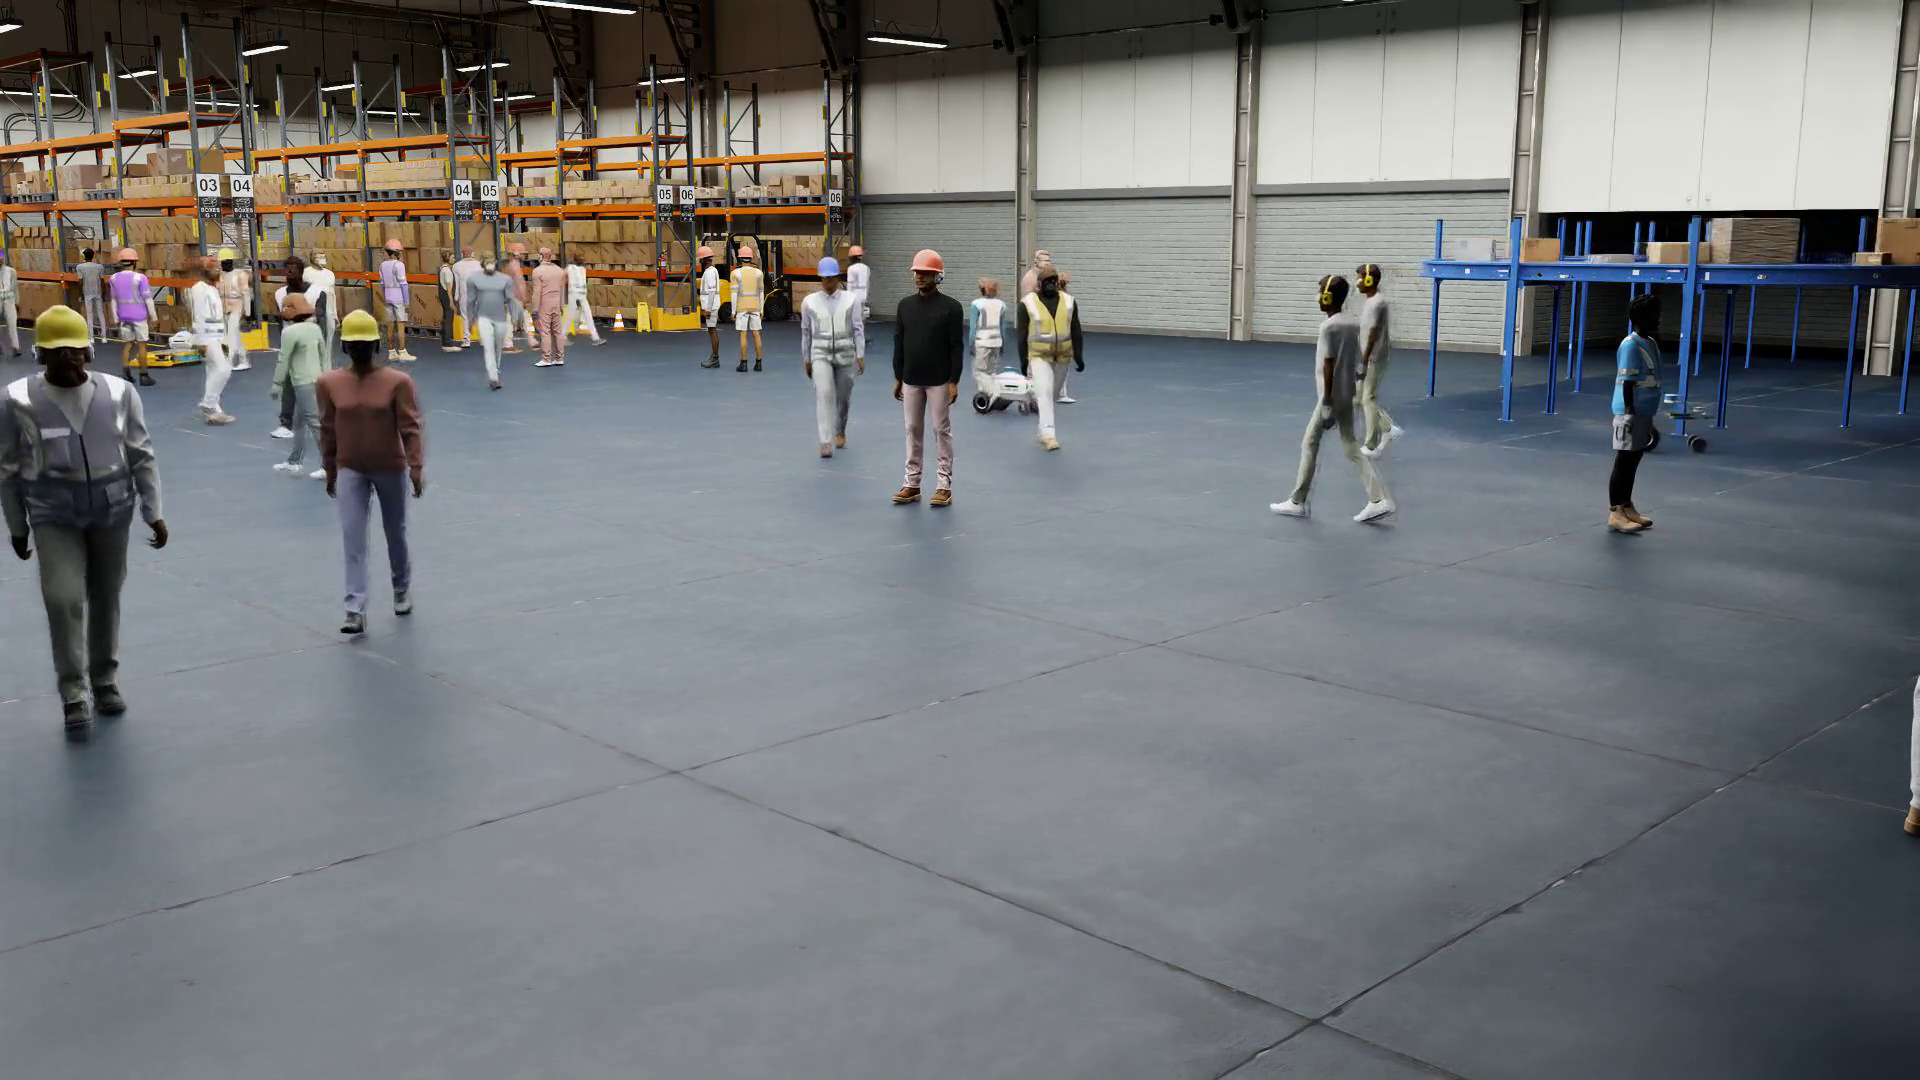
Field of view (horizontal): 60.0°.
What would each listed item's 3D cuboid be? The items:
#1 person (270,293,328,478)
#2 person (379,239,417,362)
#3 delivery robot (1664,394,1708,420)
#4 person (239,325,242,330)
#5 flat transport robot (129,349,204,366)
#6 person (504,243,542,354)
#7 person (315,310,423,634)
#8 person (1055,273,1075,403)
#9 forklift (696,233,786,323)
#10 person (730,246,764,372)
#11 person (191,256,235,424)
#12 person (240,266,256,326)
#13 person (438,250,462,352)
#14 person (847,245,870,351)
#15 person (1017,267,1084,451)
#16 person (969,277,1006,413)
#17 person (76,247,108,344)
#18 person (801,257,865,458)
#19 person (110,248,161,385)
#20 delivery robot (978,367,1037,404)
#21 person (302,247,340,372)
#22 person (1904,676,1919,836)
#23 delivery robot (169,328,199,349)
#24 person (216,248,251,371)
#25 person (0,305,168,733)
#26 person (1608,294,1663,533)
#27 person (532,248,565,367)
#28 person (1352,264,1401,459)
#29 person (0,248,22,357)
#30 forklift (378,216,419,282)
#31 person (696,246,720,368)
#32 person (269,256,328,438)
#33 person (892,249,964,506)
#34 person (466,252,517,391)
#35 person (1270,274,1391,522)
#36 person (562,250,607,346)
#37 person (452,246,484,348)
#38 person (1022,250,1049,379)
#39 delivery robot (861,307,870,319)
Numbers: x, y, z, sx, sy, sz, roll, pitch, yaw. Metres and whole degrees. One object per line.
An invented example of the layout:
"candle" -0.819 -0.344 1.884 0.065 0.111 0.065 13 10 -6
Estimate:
"person" -5.809 -1.341 14.516 0.769 1.599 0.510 2 11 9
"person" -9.458 -4.021 27.940 0.608 2.047 0.365 7 12 33
"delivery robot" 7.030 -1.328 16.477 0.698 0.223 0.335 3 11 16
"person" -16.057 -5.491 36.573 0.475 1.813 0.626 7 12 32
"flat transport robot" -12.982 -3.017 27.426 0.652 0.197 1.431 2 11 9
"person" -7.859 -4.357 30.000 0.911 1.955 0.666 -4 11 -20
"person" -3.184 -0.385 9.025 0.541 1.715 0.929 -2 11 -11
"person" 1.252 -2.560 21.089 0.311 1.636 0.523 -7 12 -32
"forklift" -5.496 -6.489 41.108 2.313 2.155 1.214 -10 14 -44
"person" -3.334 -3.613 26.009 0.545 1.939 0.374 -5 12 -25
"person" -8.383 -2.237 18.687 0.414 1.872 0.615 -2 11 -9
"person" -16.707 -5.853 38.873 0.536 1.700 0.318 -3 11 -15
"person" -9.335 -4.361 30.344 0.324 1.842 0.514 -5 12 -27
"person" -1.881 -4.431 30.499 0.628 1.923 0.564 8 13 39
"person" 0.894 -1.844 16.745 0.630 1.808 0.932 -3 11 -16
"person" 0.353 -2.298 19.694 0.526 1.621 0.527 -8 13 -37
"person" -16.999 -4.783 32.574 0.514 1.872 0.328 -9 14 -41
"person" -1.242 -1.803 16.229 0.602 1.913 0.946 -1 10 -8
"person" -11.658 -3.151 23.506 0.563 1.933 0.398 2 11 8
"delivery robot" 0.586 -1.833 19.938 0.707 0.478 0.477 6 12 29
"person" -9.080 -3.175 23.620 0.371 1.940 0.627 5 11 24
"person" 3.516 0.169 5.660 0.429 1.841 0.621 1 10 4
"delivery robot" -13.256 -3.389 28.423 0.477 0.478 0.707 -2 11 -11
"person" -11.406 -3.560 25.834 0.605 1.898 0.848 5 12 27
"person" -3.755 -0.095 7.178 0.608 1.805 0.724 -9 14 -40
"person" 4.867 -0.916 11.962 0.315 1.696 0.541 8 13 36
"person" -6.693 -3.769 26.945 0.403 1.906 0.651 7 12 33
"person" 3.928 -1.693 15.804 0.467 1.848 0.497 1 10 5
"person" -16.838 -4.174 29.186 0.642 1.899 1.013 -10 14 -44
"forklift" -17.868 -9.201 54.028 1.873 2.768 1.129 -10 14 -44
"person" -4.048 -3.750 26.783 0.372 1.928 0.543 -1 10 -6
"person" -6.874 -1.988 17.295 0.614 1.884 0.886 1 10 7
"person" -0.263 -1.277 13.107 0.609 1.997 0.375 5 12 27
"person" -6.455 -3.030 22.981 0.650 1.886 1.015 -5 11 -25
"person" 2.816 -1.059 12.393 0.960 1.830 0.532 10 14 42
"person" -7.319 -4.635 31.903 1.003 1.834 0.581 5 11 24
"person" -9.266 -4.594 31.469 0.642 1.901 0.401 -5 11 -24
"person" 1.107 -3.011 22.819 0.401 1.904 0.646 6 12 30
"delivery robot" -2.465 -5.486 39.857 0.477 0.478 0.707 -7 12 -34
